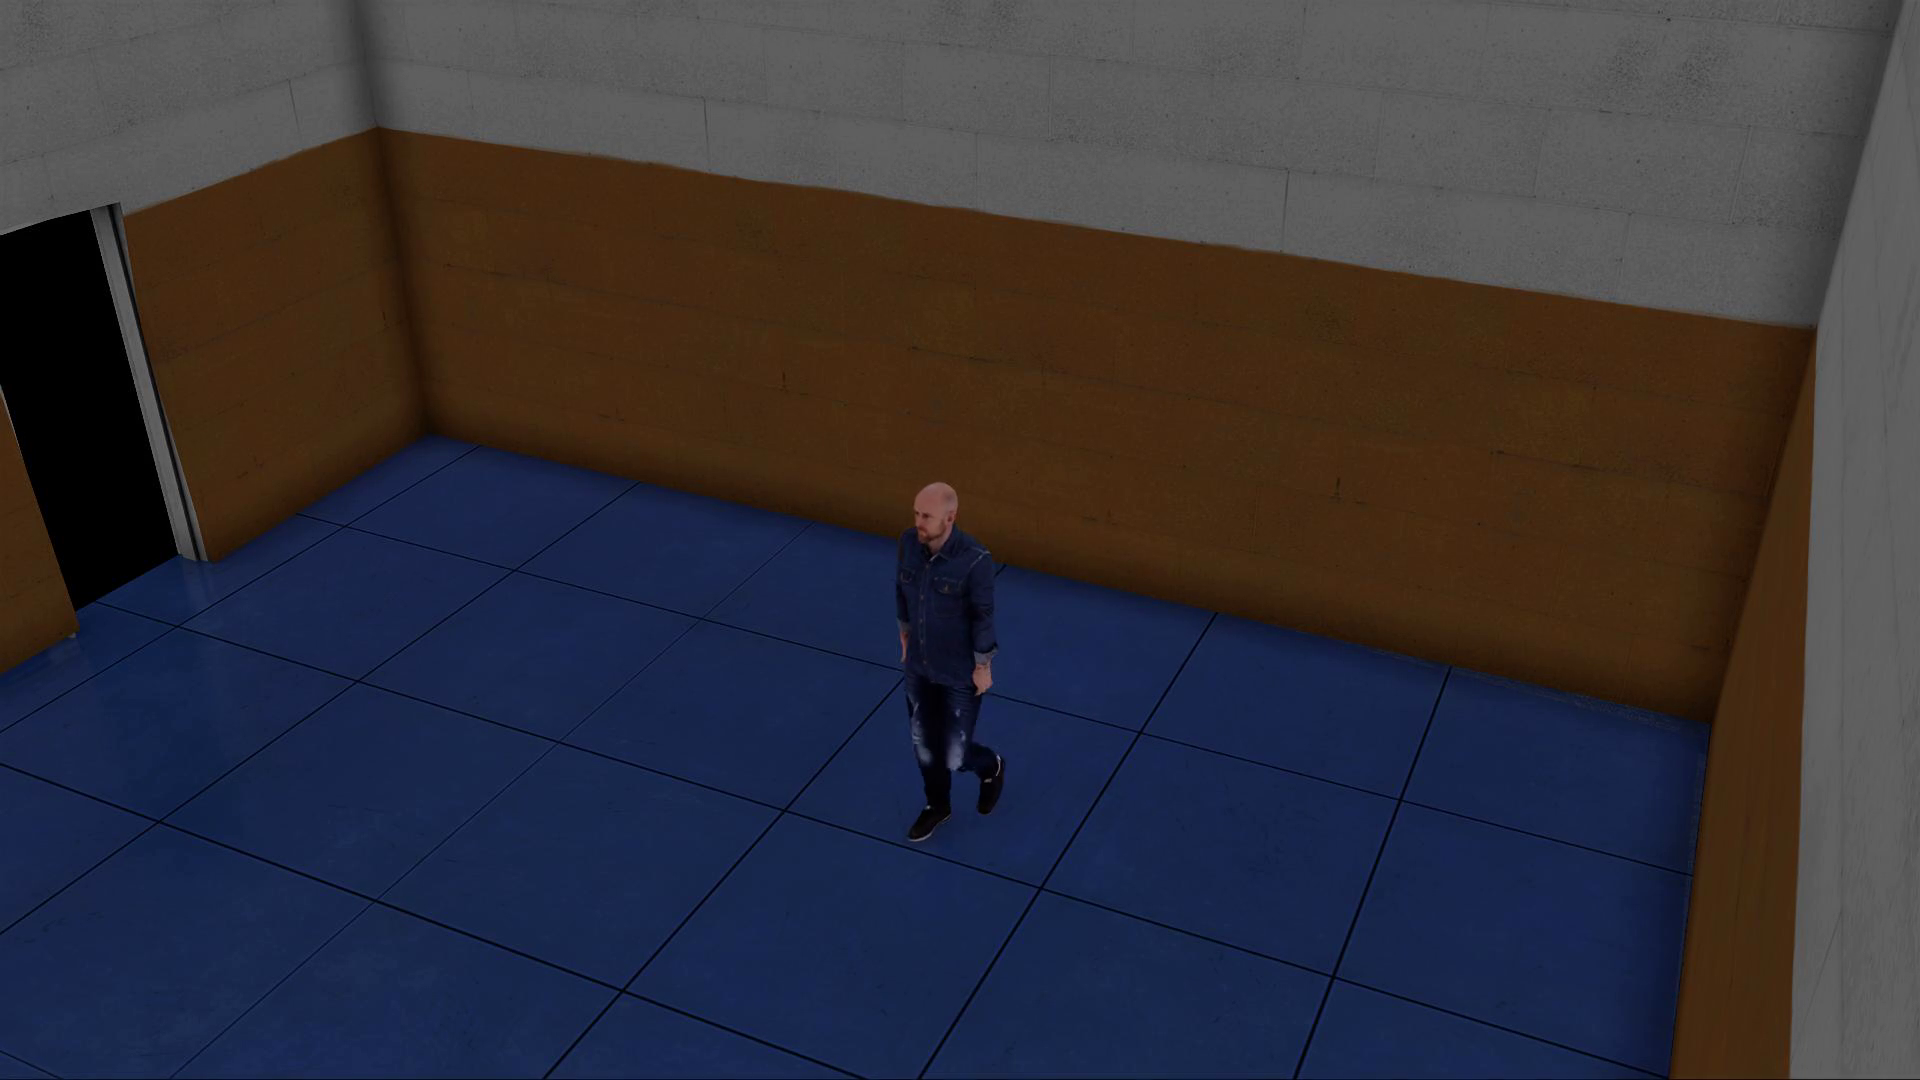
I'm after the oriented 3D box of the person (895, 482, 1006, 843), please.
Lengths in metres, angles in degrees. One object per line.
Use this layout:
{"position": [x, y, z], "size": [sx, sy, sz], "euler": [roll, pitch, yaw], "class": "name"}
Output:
{"position": [-0.016, 0.544, 7.495], "size": [0.789, 1.810, 0.879], "euler": [21, 35, 33], "class": "person"}
